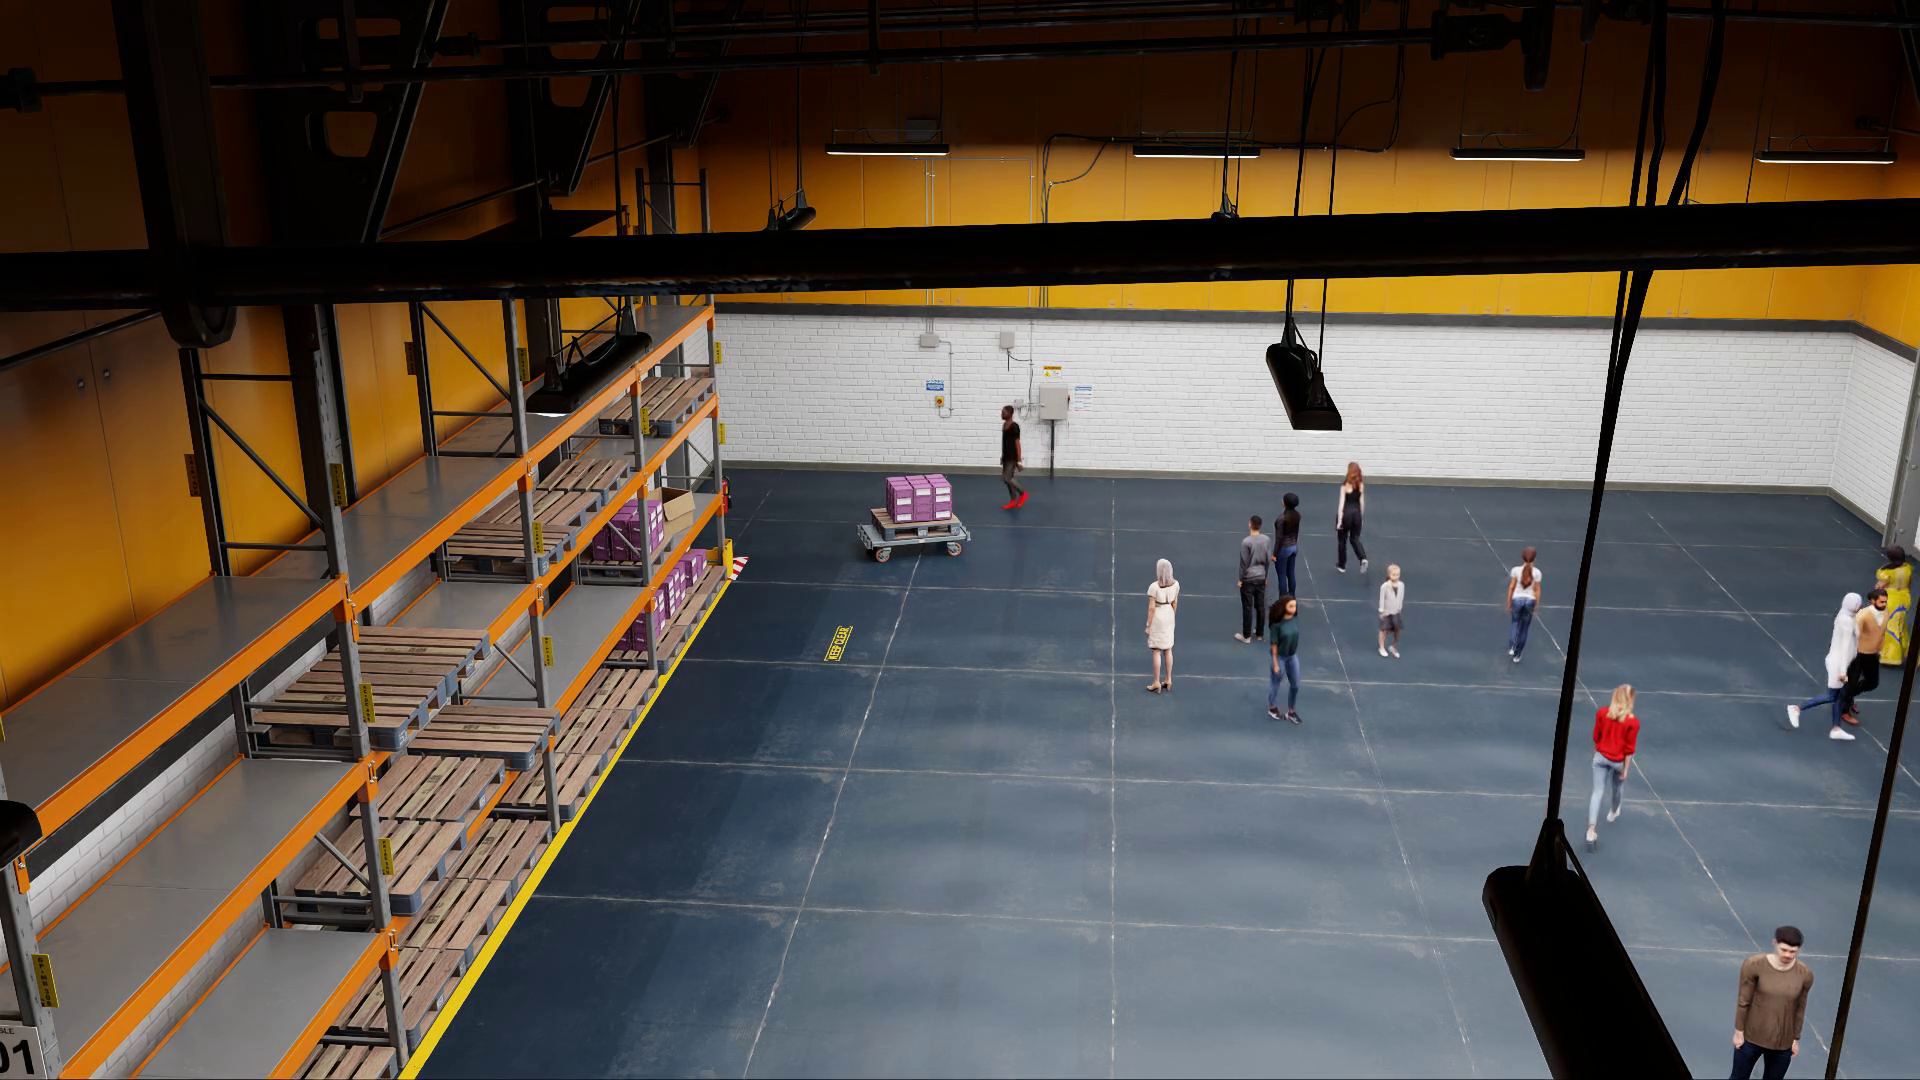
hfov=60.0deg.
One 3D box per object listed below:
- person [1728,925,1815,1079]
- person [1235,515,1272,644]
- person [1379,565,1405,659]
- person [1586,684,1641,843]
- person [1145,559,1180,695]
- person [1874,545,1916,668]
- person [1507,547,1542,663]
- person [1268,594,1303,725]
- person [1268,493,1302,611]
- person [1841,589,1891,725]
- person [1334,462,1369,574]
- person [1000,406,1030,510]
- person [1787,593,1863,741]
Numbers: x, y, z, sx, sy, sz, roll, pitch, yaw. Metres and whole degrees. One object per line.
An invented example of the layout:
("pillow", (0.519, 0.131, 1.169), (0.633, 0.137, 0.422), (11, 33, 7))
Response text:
("person", (6.096, 3.728, 12.573), (0.677, 1.887, 0.612), (4, 19, 12))
("person", (3.938, 0.516, 22.312), (0.697, 1.760, 0.691), (-7, 20, -20))
("person", (5.643, 0.913, 21.907), (0.555, 1.265, 0.615), (-2, 19, -7))
("person", (6.655, 2.327, 17.103), (0.978, 1.653, 1.244), (12, 22, 31))
("person", (2.515, 1.065, 20.721), (0.688, 1.736, 0.711), (-10, 21, -26))
("person", (12.080, 0.855, 21.502), (0.997, 1.634, 0.997), (-2, 19, -5))
("person", (7.324, 0.854, 21.647), (0.640, 1.545, 0.700), (9, 21, 26))
("person", (3.820, 1.395, 19.954), (0.771, 1.598, 0.857), (-8, 20, -23))
("person", (4.589, 0.170, 23.361), (0.708, 1.746, 0.769), (-15, 24, -38))
("person", (10.753, 1.345, 19.893), (0.824, 1.732, 0.897), (-5, 19, -14))
("person", (5.861, -0.294, 24.762), (0.829, 1.732, 1.043), (-7, 20, -19))
("person", (0.939, -1.377, 27.882), (0.907, 1.792, 0.829), (-7, 20, -21))
("person", (10.193, 1.479, 19.480), (0.967, 1.742, 1.033), (11, 22, 30))
